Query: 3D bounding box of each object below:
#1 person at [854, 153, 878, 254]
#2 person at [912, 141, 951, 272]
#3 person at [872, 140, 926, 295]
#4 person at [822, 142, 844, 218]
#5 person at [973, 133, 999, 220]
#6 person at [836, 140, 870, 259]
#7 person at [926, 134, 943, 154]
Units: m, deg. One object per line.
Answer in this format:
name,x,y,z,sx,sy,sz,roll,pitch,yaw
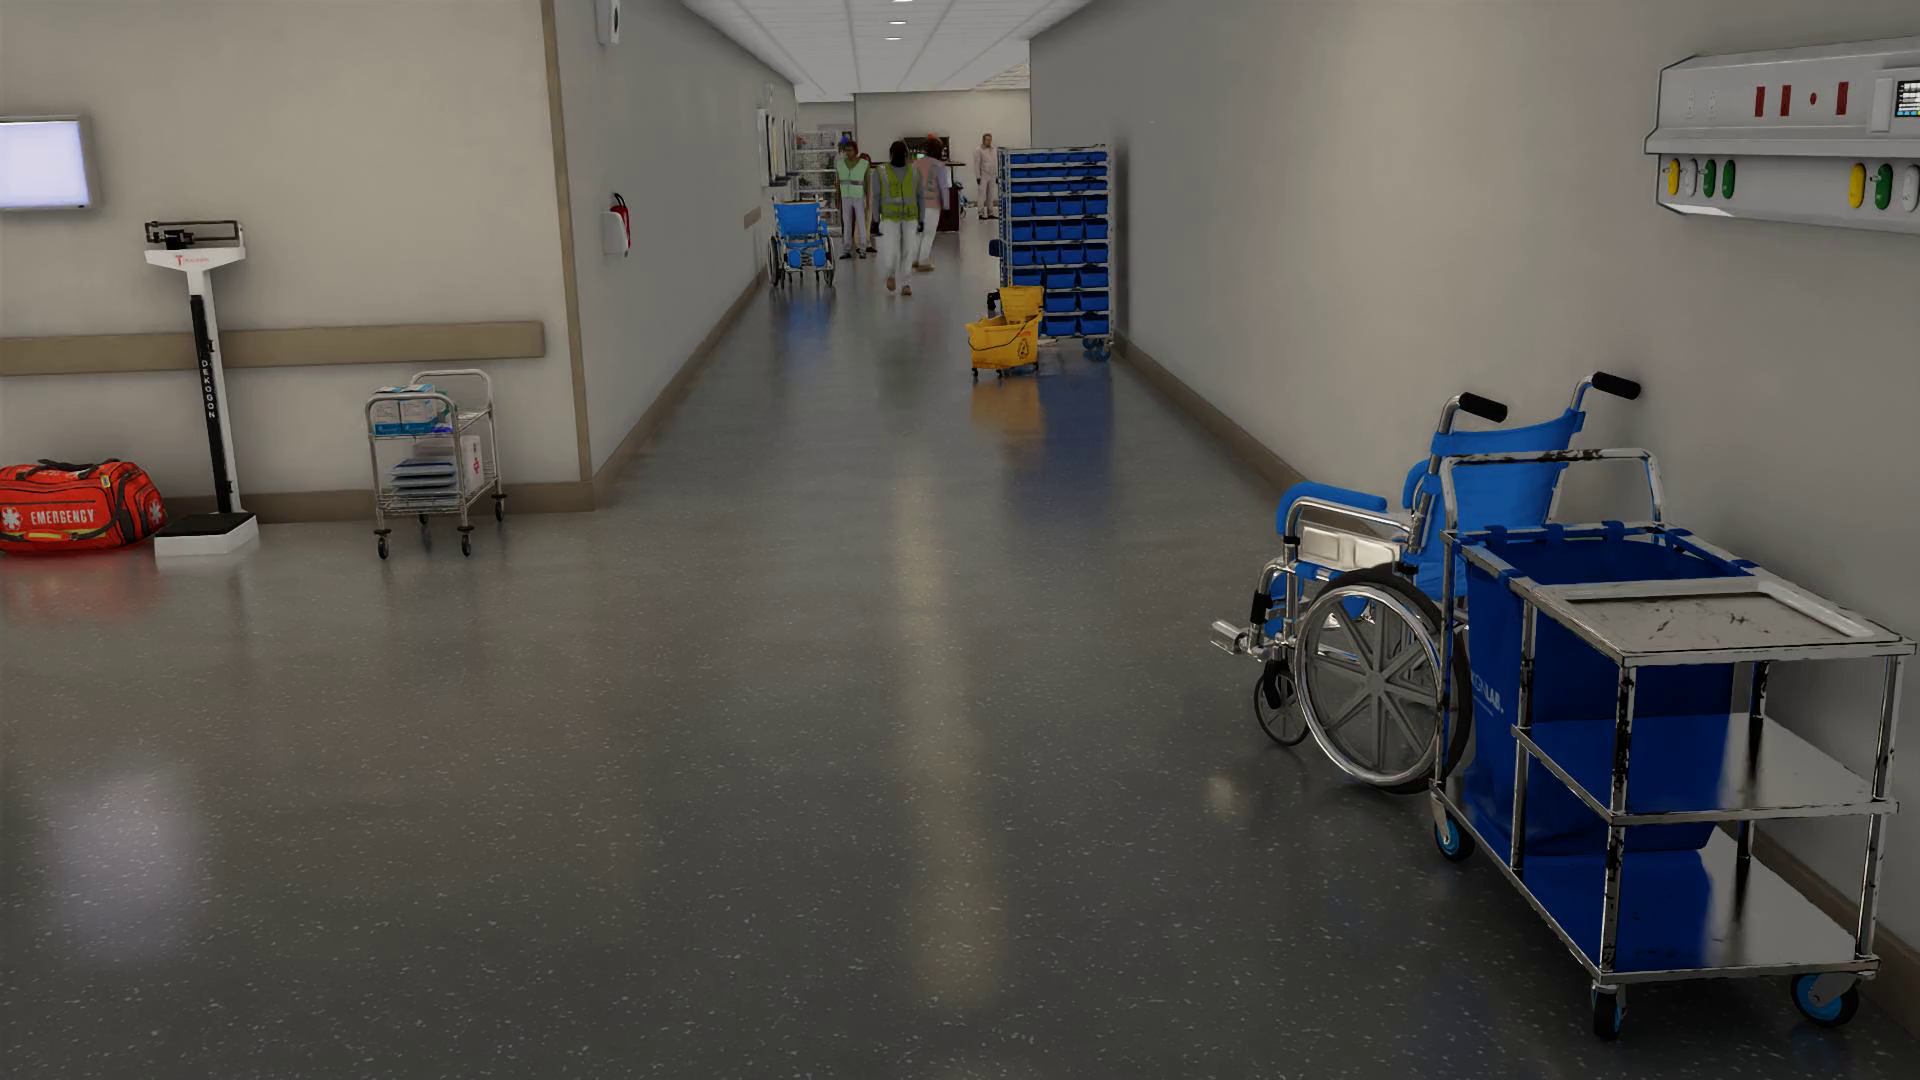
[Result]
person,-1.573,-5.548,27.421,0.281,1.633,0.499,10,18,39
person,-0.442,-4.678,23.361,0.508,1.805,0.645,-14,19,-42
person,-0.723,-3.858,19.963,0.651,1.829,0.445,-5,14,-15
person,-3.082,-8.683,40.133,0.652,1.809,0.348,3,14,17
person,0.619,-8.158,37.336,0.639,1.901,0.406,-13,18,-40
person,-1.677,-5.367,26.266,0.563,1.837,0.388,1,14,13
person,-0.664,-8.915,40.544,0.549,1.928,0.389,5,15,27
